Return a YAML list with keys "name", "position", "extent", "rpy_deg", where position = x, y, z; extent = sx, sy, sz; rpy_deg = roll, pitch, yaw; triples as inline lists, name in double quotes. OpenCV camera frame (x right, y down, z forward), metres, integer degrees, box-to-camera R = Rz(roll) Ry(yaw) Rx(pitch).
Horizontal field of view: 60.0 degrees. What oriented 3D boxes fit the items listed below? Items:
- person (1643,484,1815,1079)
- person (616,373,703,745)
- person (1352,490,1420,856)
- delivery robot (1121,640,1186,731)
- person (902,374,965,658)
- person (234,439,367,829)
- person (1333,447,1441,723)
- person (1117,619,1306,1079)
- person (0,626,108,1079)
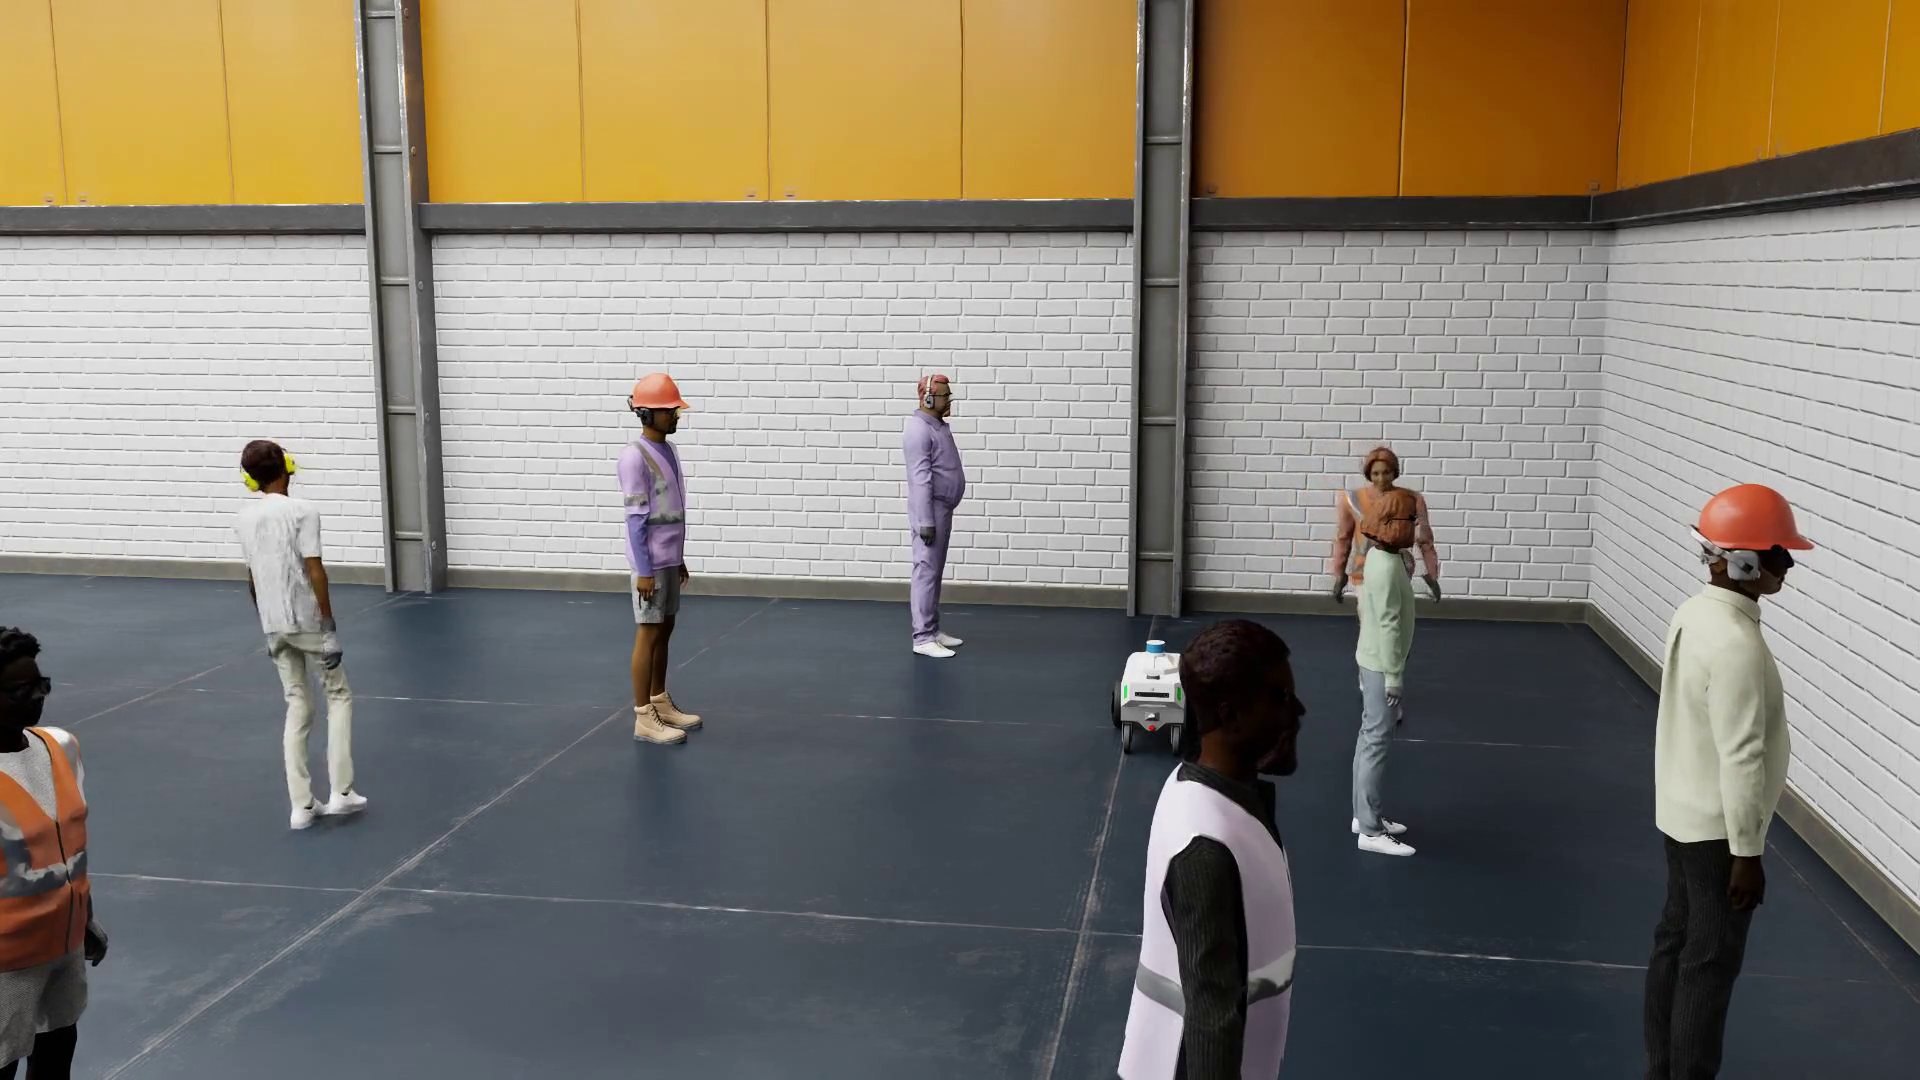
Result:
- name: "person"
  position: [2.242, 0.825, 4.902]
  extent: [0.379, 1.995, 0.612]
  rpy_deg: [1, 9, 9]
- name: "person"
  position: [-1.658, 0.098, 9.236]
  extent: [0.375, 2.044, 0.607]
  rpy_deg: [1, 9, 9]
- name: "person"
  position: [1.924, 0.585, 7.494]
  extent: [0.282, 1.633, 0.500]
  rpy_deg: [1, 9, 9]
- name: "delivery robot"
  position: [1.079, 0.799, 9.203]
  extent: [0.477, 0.478, 0.707]
  rpy_deg: [1, 9, 9]
- name: "person"
  position: [-0.166, -0.170, 11.311]
  extent: [0.409, 1.909, 0.642]
  rpy_deg: [1, 9, 9]
- name: "person"
  position: [-3.129, 0.436, 7.831]
  extent: [0.614, 1.814, 0.449]
  rpy_deg: [2, 10, 15]
- name: "person"
  position: [2.488, 0.245, 9.713]
  extent: [0.579, 1.586, 0.824]
  rpy_deg: [0, 9, -3]
- name: "person"
  position: [0.523, 1.103, 3.413]
  extent: [0.392, 1.922, 0.592]
  rpy_deg: [1, 9, 9]
- name: "person"
  position: [-2.455, 1.061, 4.356]
  extent: [0.318, 1.700, 0.535]
  rpy_deg: [1, 9, 9]
